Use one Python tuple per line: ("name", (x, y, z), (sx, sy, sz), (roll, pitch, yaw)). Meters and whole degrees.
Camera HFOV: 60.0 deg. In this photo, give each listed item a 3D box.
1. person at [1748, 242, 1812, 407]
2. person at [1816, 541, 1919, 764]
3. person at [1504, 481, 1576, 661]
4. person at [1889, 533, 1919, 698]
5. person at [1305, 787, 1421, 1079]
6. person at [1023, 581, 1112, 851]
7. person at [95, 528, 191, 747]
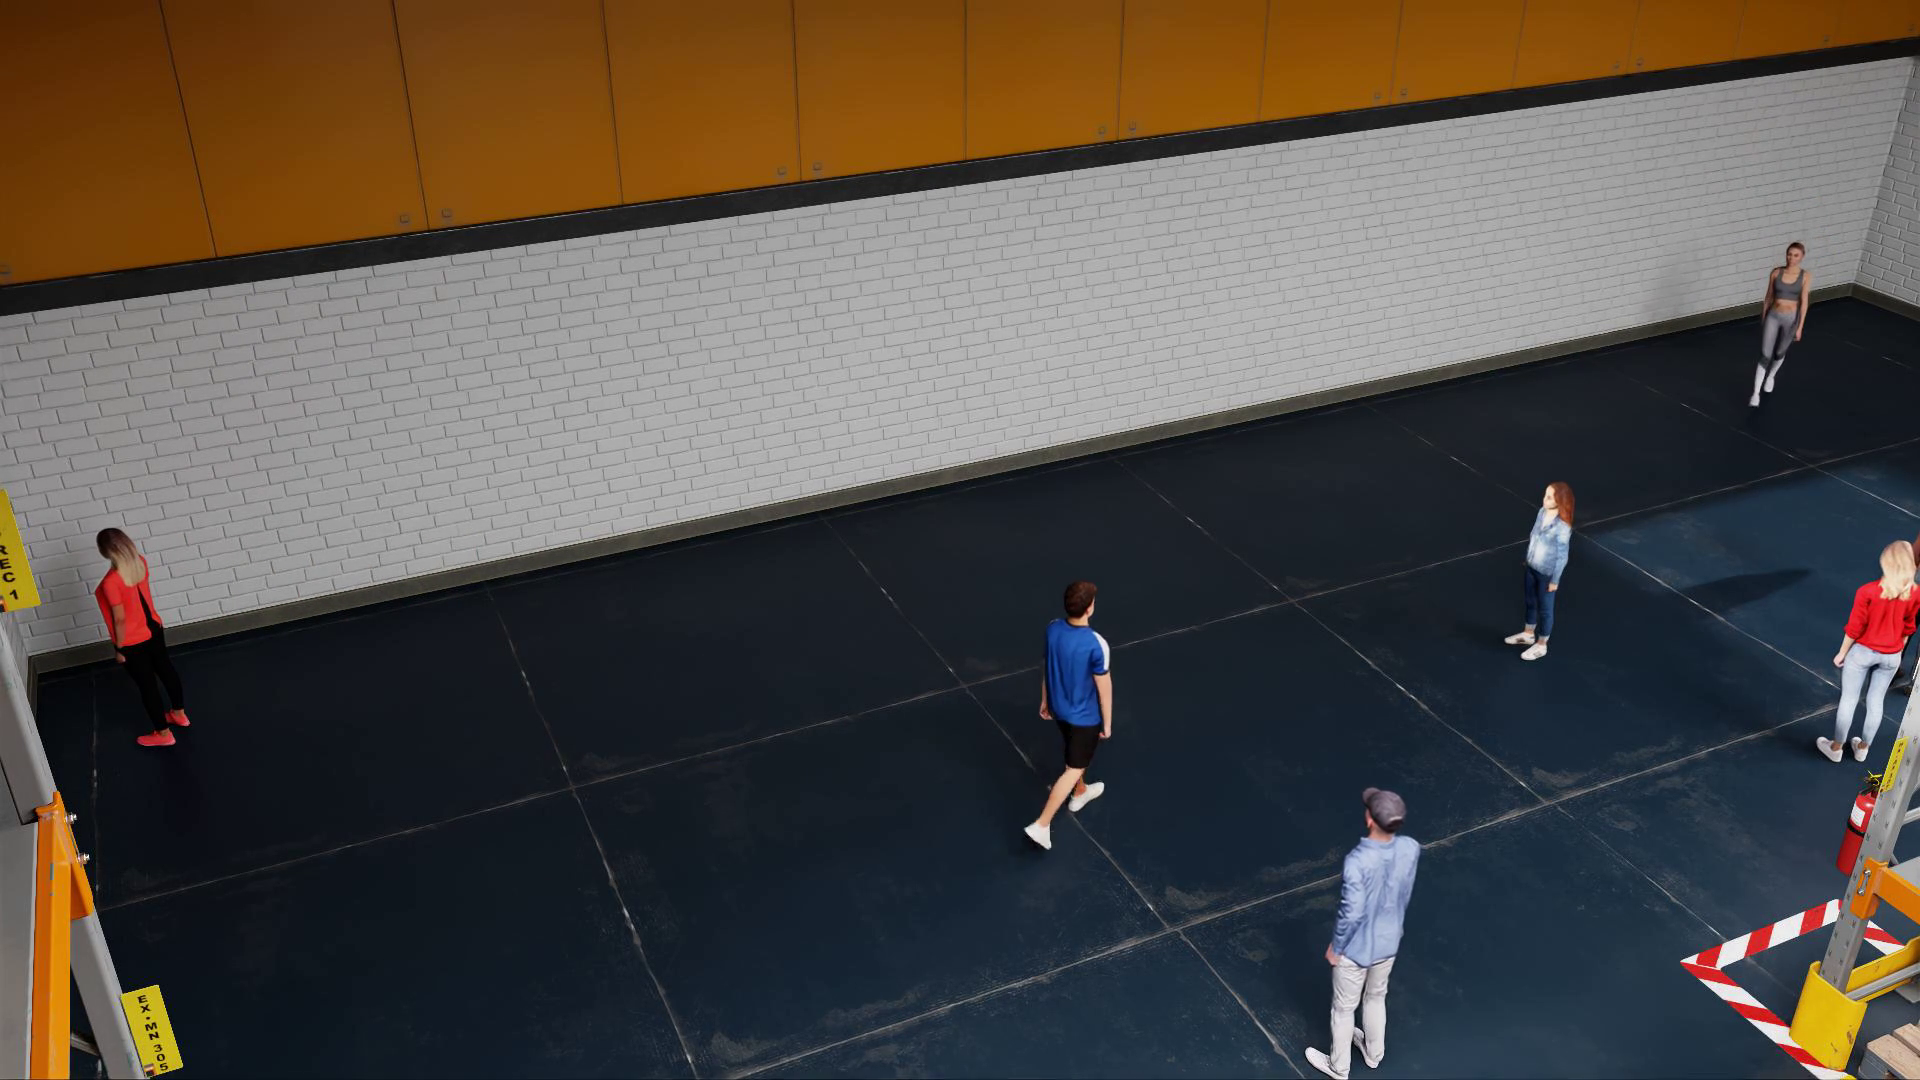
("person", (8.419, -2.223, 17.014), (1.113, 1.660, 1.064), (16, 32, 26))
("person", (6.292, 0.782, 11.457), (0.688, 1.705, 0.672), (1, 29, 2))
("person", (4.479, 0.219, 12.728), (0.668, 1.476, 0.491), (-7, 29, -12))
("person", (7.159, 0.332, 12.202), (0.696, 1.782, 0.441), (-13, 31, -22))
("person", (2.159, 2.106, 8.840), (0.657, 1.888, 0.553), (-14, 32, -24))
("person", (0.682, 1.133, 10.679), (1.221, 1.835, 1.060), (22, 36, 35))
("person", (-5.756, 0.666, 11.681), (0.736, 1.695, 0.635), (3, 29, 6))
